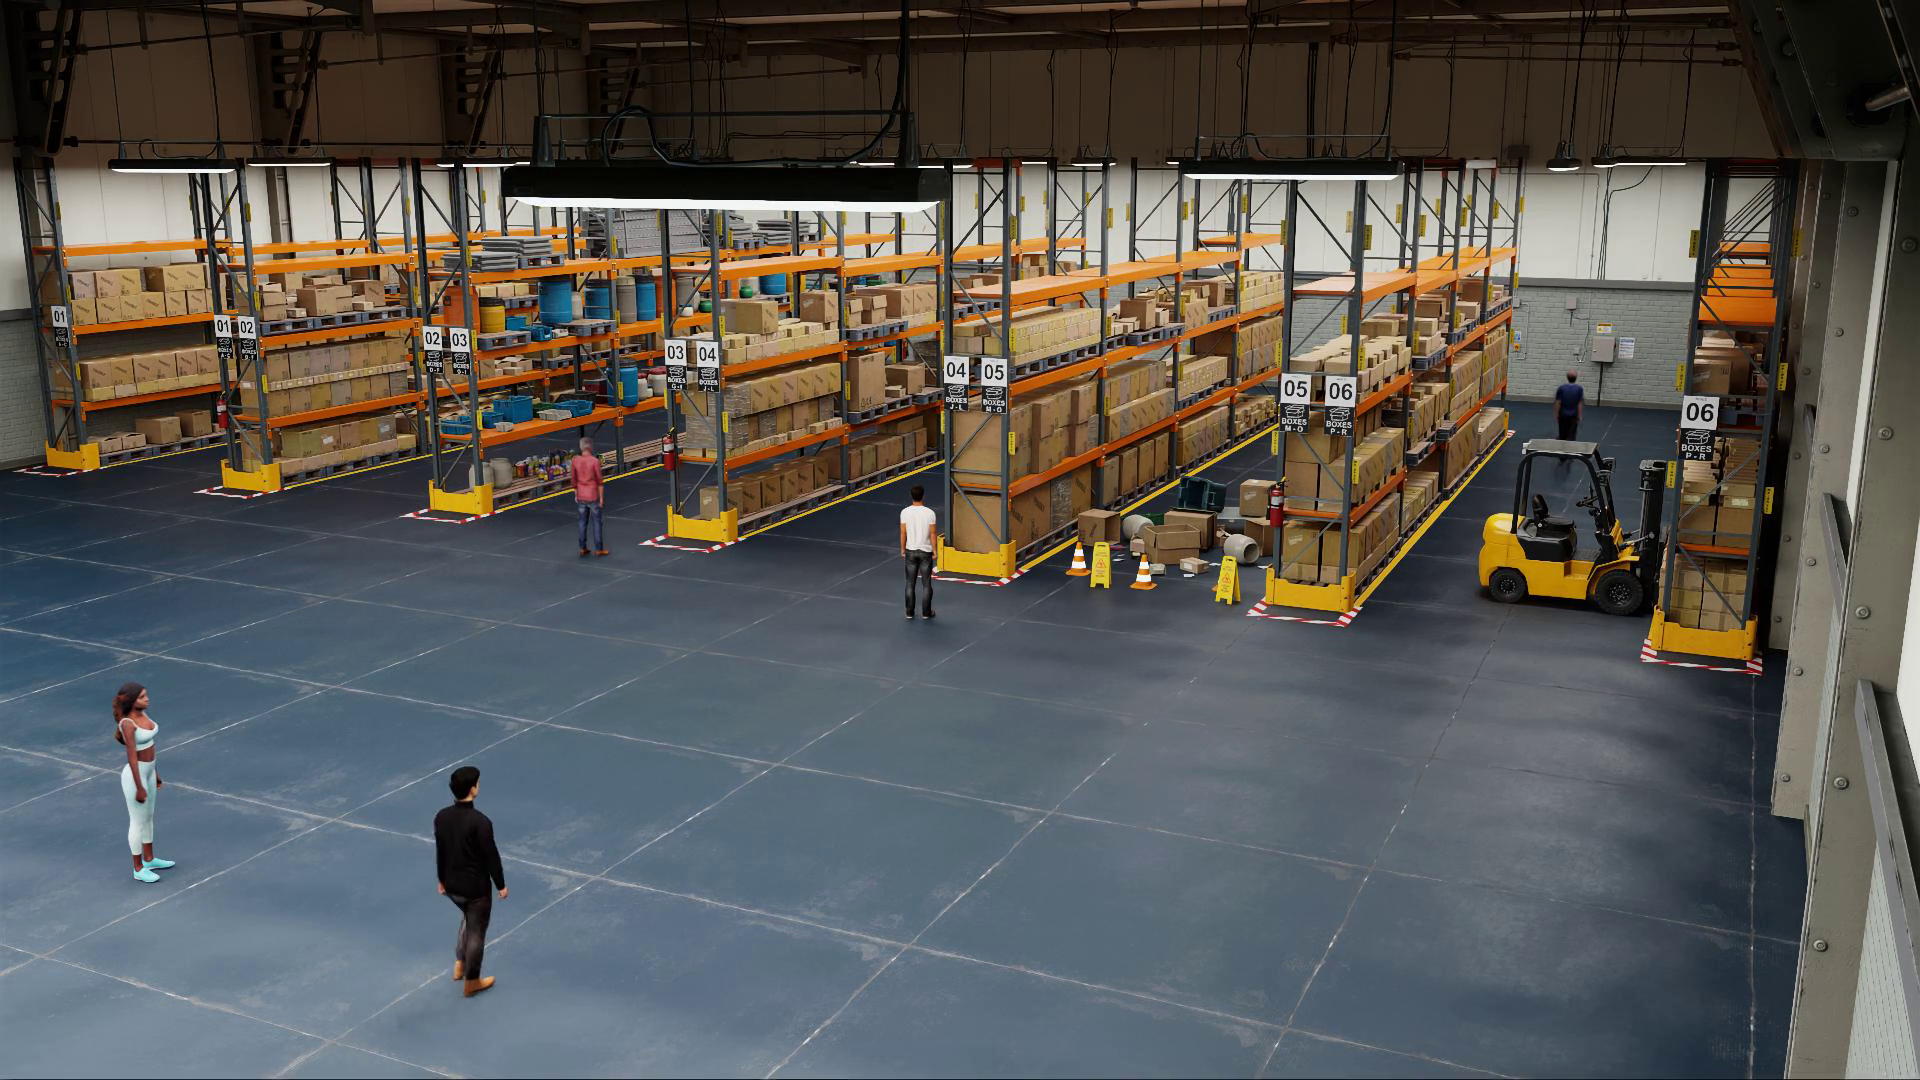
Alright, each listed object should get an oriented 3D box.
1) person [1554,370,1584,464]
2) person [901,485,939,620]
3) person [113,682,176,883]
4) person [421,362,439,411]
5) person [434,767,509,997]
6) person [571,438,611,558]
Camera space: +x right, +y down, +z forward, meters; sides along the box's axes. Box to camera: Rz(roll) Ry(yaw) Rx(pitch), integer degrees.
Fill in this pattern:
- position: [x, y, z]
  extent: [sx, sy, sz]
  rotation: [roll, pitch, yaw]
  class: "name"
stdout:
- position: [12.147, -2.437, 33.222]
  extent: [0.787, 1.835, 1.111]
  rotation: [4, 14, 17]
  class: "person"
- position: [-0.554, 0.149, 22.122]
  extent: [0.696, 1.804, 0.628]
  rotation: [2, 13, 9]
  class: "person"
- position: [-6.974, 2.034, 14.156]
  extent: [0.706, 1.725, 0.611]
  rotation: [-1, 13, -4]
  class: "person"
- position: [-11.429, -2.989, 35.902]
  extent: [0.709, 1.701, 0.642]
  rotation: [4, 14, 18]
  class: "person"
- position: [-3.626, 2.513, 12.115]
  extent: [0.670, 1.714, 0.582]
  rotation: [7, 15, 29]
  class: "person"
- position: [-5.713, -0.672, 25.611]
  extent: [0.697, 1.830, 0.570]
  rotation: [5, 14, 20]
  class: "person"
